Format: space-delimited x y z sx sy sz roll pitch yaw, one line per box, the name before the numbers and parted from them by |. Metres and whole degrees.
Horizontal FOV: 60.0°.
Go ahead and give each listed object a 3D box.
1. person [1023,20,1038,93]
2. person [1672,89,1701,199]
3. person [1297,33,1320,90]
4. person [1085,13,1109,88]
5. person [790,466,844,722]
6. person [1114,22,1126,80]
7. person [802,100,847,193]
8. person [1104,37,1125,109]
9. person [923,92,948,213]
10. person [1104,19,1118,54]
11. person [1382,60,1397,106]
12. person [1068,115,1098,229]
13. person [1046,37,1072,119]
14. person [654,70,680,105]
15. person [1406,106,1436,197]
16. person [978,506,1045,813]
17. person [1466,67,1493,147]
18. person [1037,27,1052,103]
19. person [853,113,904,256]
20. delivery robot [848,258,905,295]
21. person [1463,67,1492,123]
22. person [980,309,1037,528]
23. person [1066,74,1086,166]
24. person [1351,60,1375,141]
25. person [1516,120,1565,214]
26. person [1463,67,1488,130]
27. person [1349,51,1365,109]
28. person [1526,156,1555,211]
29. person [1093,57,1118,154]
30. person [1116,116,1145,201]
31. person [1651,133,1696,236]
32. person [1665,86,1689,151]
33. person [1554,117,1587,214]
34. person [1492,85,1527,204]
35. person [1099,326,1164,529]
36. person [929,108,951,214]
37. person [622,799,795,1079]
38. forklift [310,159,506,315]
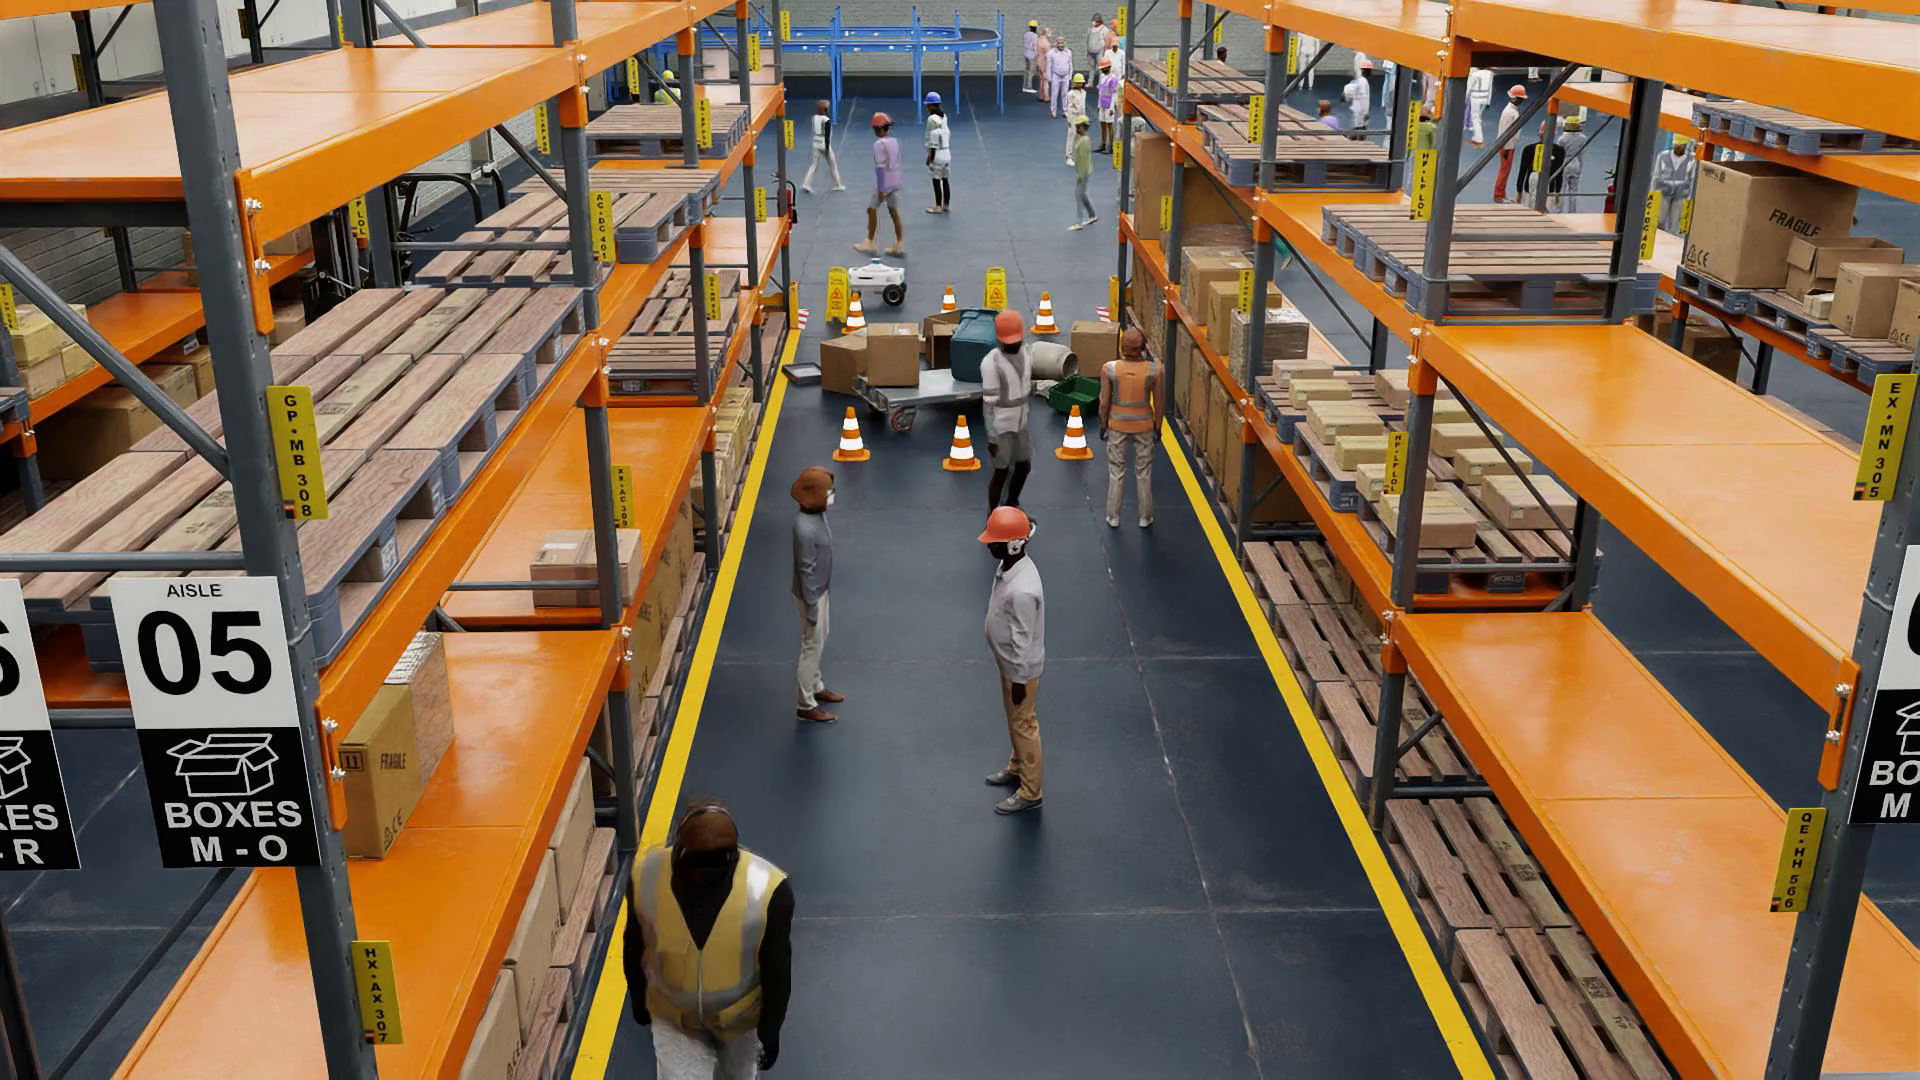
person | 1.959 -13.228 45.491 0.405 1.919 0.597 -11 23 -26
person | 12.418 -6.797 28.489 0.587 1.920 0.390 -10 23 -25
person | 9.649 -13.502 46.186 0.635 1.936 0.354 3 21 7
person | 3.816 -13.724 46.629 0.680 2.000 0.536 16 26 37
person | -0.881 0.322 10.083 0.278 1.621 0.511 1 21 4
person | 4.154 -12.475 43.394 0.393 1.990 0.616 13 24 31
person | -2.443 -6.925 29.272 0.846 1.598 0.526 -16 26 -36
person | 3.861 -11.696 41.669 0.575 1.747 0.341 5 21 13
person | -0.398 -6.356 27.310 0.422 1.939 0.601 6 22 16
person | 4.131 -12.996 44.767 0.612 1.995 0.393 -18 27 -39
person | 10.923 -11.939 42.096 0.397 1.911 0.587 -8 22 -21
person | 1.936 -5.739 25.958 0.449 1.760 0.582 1 21 3
person | 2.385 -11.046 39.762 0.648 1.895 0.401 -7 22 -18
person | -5.394 -7.786 31.092 0.587 1.928 0.364 -8 22 -19
person | 7.782 -6.503 28.109 0.498 1.633 0.284 11 23 27
person | 0.275 0.638 9.086 0.358 1.743 0.562 -3 21 -7
person | 10.871 -9.181 34.874 0.588 1.860 0.628 -13 24 -31
person | 2.217 -12.269 42.991 0.427 1.892 0.653 -5 21 -14
person | -1.168 -5.107 23.892 0.896 2.004 0.636 11 23 26
delivery robot | -1.063 -3.322 21.072 0.707 0.478 0.477 1 21 2
person | 12.086 -10.657 38.814 0.605 1.851 0.526 2 21 4
person | 0.378 -0.894 12.926 0.575 1.888 0.505 -19 28 -41
person | 2.294 -8.204 32.452 0.492 1.742 0.319 -19 28 -41
person | 8.032 -8.601 33.253 0.451 1.931 0.612 5 21 12
person | 8.161 -4.924 23.453 0.631 1.981 0.430 0 21 0
person | 11.690 -10.247 37.631 0.391 1.908 0.593 -7 22 -18
person | 9.955 -11.682 41.668 0.351 1.749 0.592 0 21 0
person | 7.761 -4.394 22.380 0.290 1.746 0.487 13 24 31
person | 2.964 -8.849 33.901 0.375 1.928 0.542 -11 23 -27
person | 2.908 -6.668 28.412 0.490 1.733 0.317 2 21 6
person | 10.117 -4.893 23.593 0.620 1.816 0.433 9 23 24
person | 14.062 -8.184 32.578 0.512 1.624 0.367 1 21 2
person | 9.565 -5.828 26.187 0.482 1.734 0.332 -3 21 -7
person | 9.251 -6.643 27.998 0.410 1.981 0.627 9 22 22
person | 1.359 -0.883 13.249 0.517 1.636 0.313 2 21 6
person | -0.329 -6.209 27.256 0.321 1.691 0.541 10 23 25
person | -0.924 1.724 6.156 0.643 1.795 0.903 -1 21 -2
forklift | -5.622 -2.910 17.832 2.313 2.155 1.214 -1 21 -1
